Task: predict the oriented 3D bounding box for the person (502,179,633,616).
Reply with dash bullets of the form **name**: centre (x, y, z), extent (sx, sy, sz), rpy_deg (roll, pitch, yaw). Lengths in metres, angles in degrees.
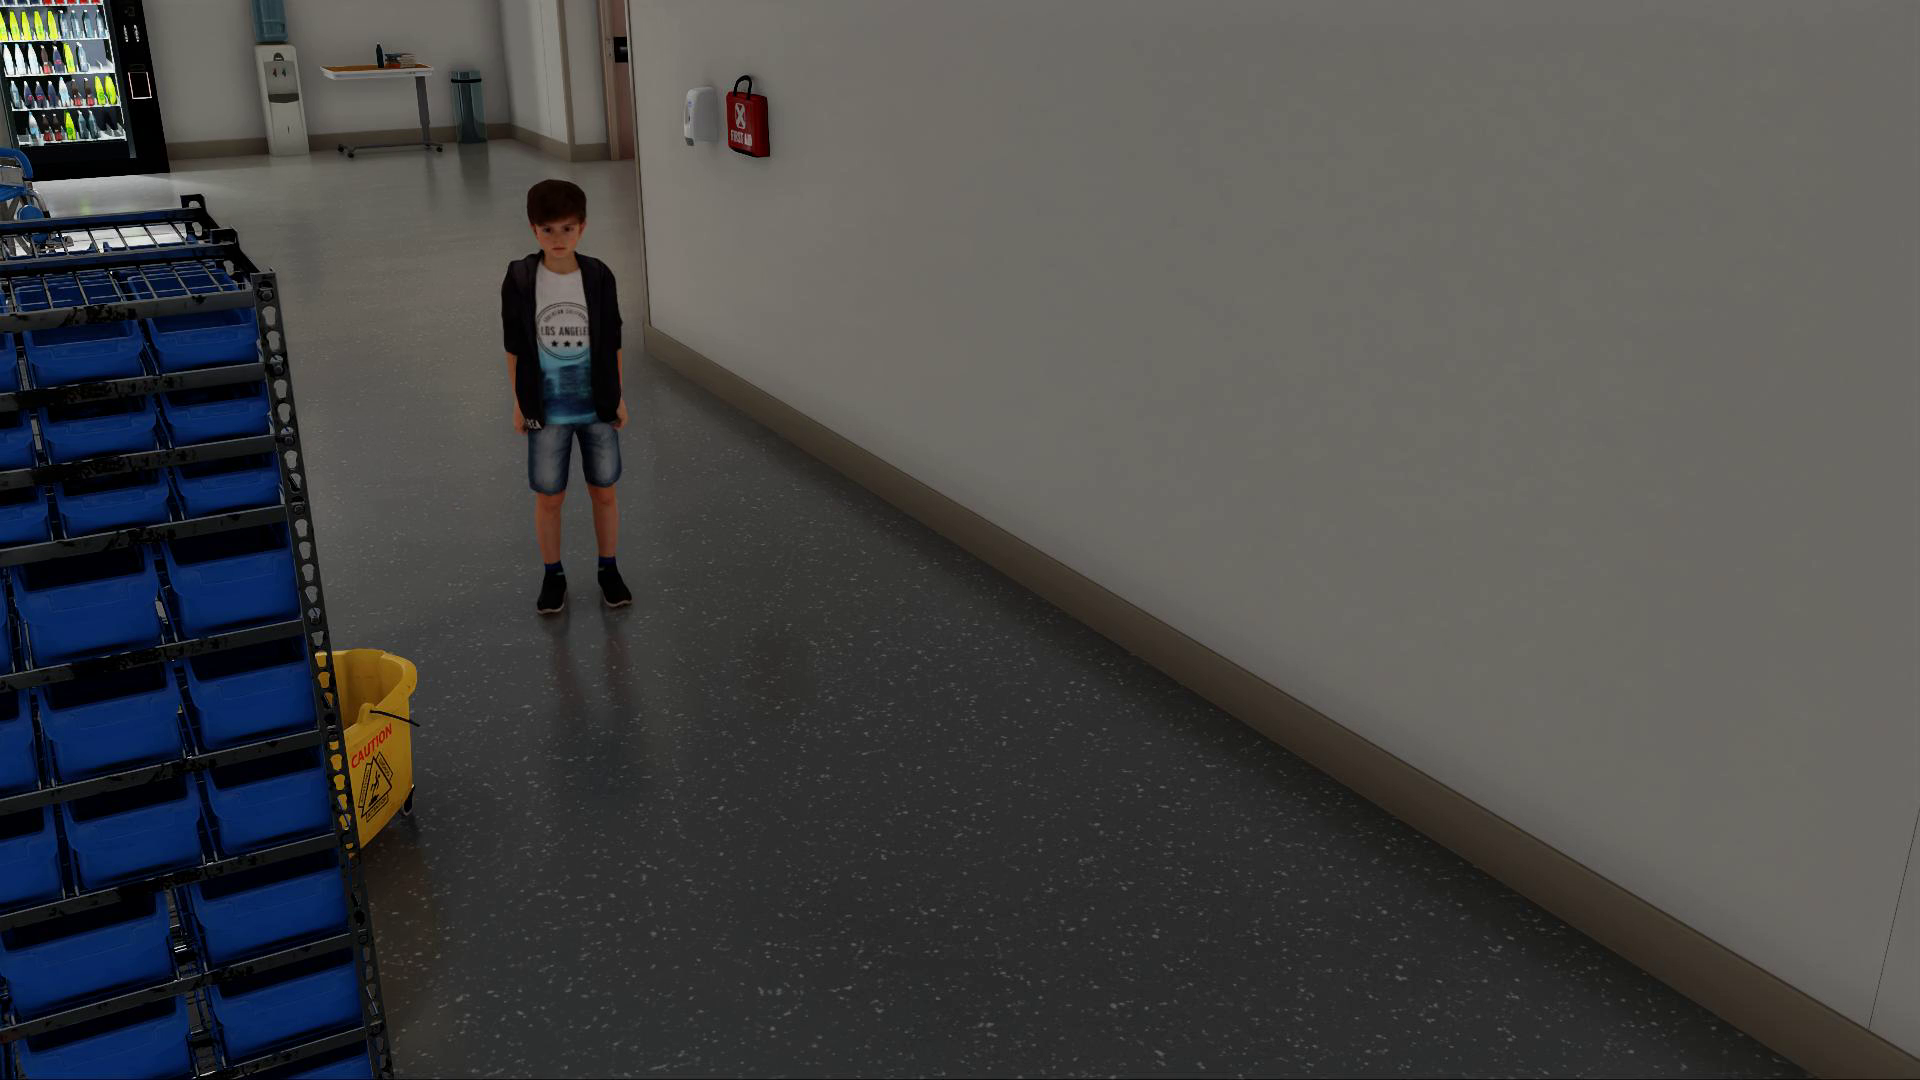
- **person**: centre (-1.290, -0.469, 5.521), extent (0.504, 1.448, 0.638), rpy_deg (-7, 22, -17)
